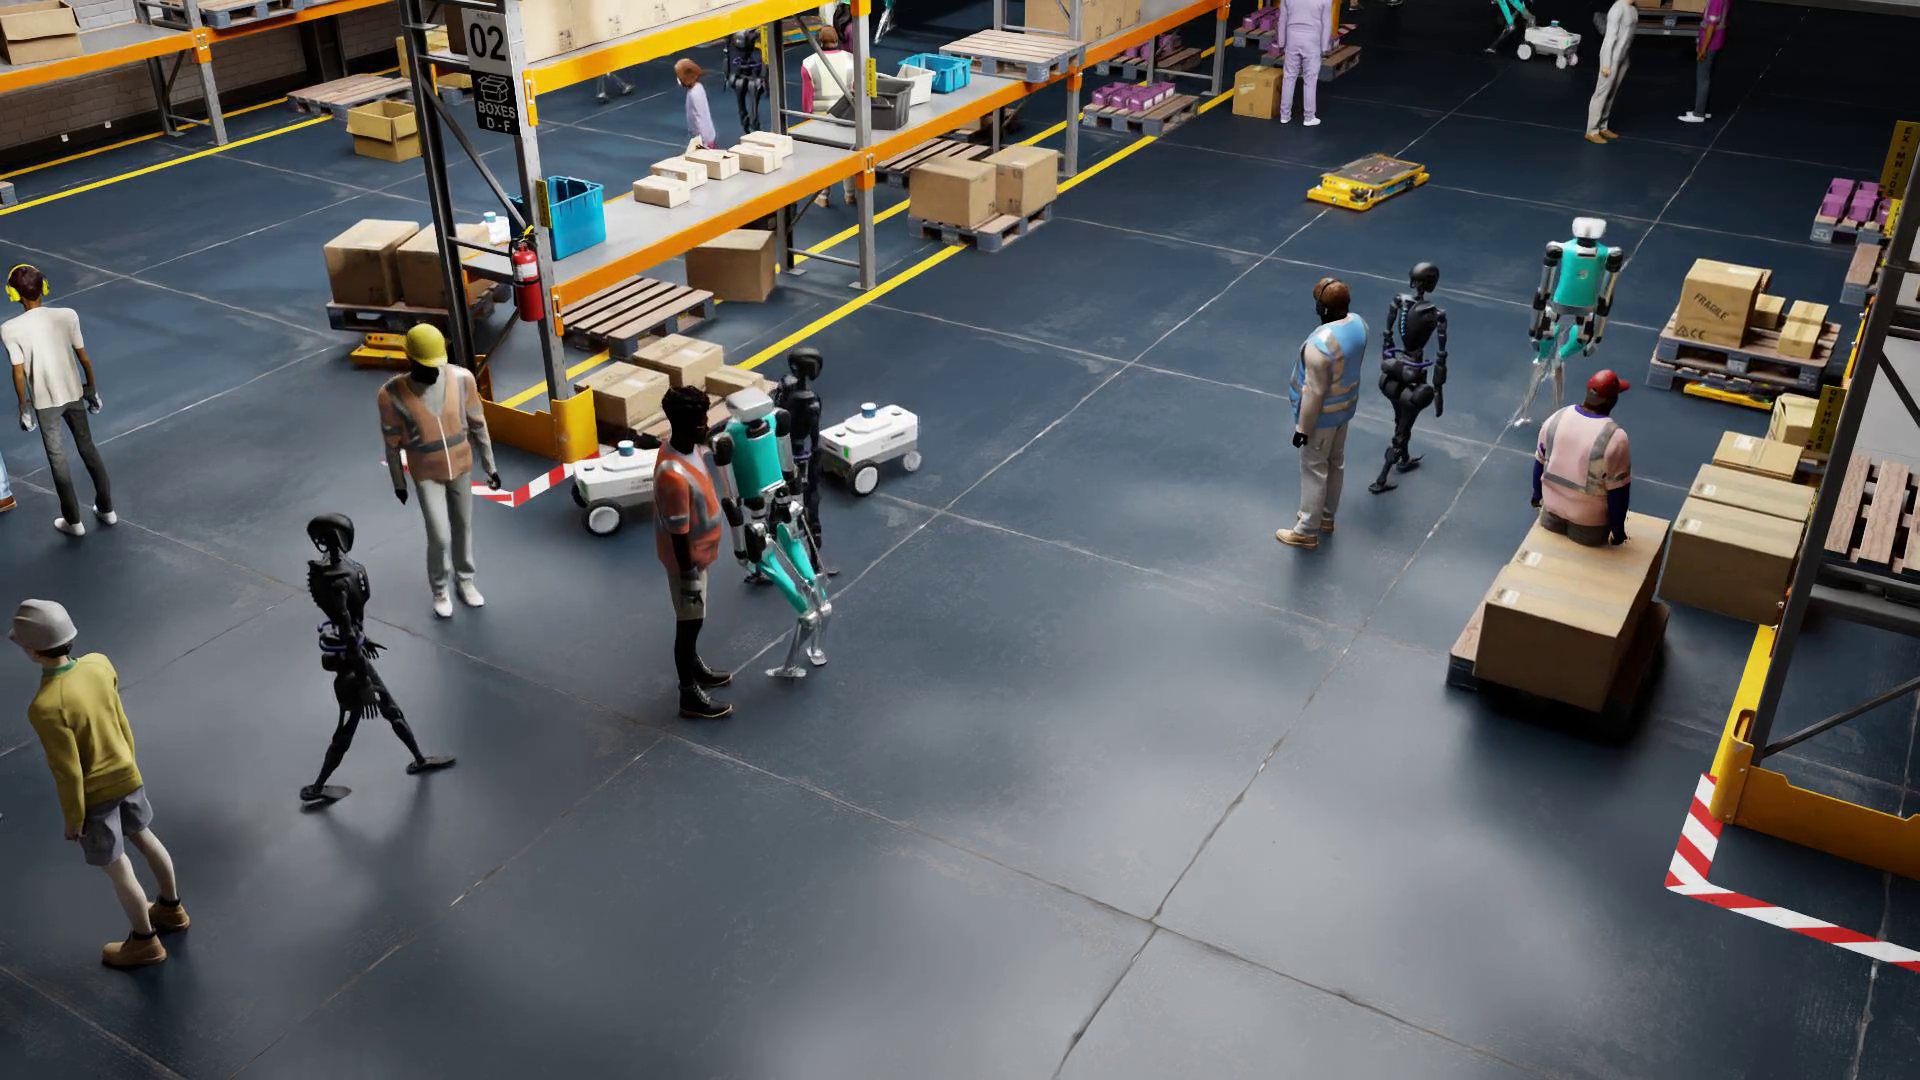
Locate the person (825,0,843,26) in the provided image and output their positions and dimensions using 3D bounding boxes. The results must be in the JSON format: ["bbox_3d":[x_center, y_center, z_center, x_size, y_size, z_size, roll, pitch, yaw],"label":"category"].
[{"bbox_3d":[-1.752,-8.112,23.674,0.656,1.879,1.011,-1,29,-2],"label":"person"}]

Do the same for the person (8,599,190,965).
[{"bbox_3d":[-3.808,1.088,7.371,0.399,1.891,0.471,5,30,9],"label":"person"}]

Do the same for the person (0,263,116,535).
[{"bbox_3d":[-5.951,-0.919,10.962,0.349,1.856,0.521,21,36,32],"label":"person"}]

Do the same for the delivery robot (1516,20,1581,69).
[{"bbox_3d":[8.007,-6.737,22.588,0.499,0.614,0.811,-22,36,-34],"label":"delivery robot"}]

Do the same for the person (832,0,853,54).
[{"bbox_3d":[-1.164,-5.046,18.161,0.417,1.953,0.488,-8,30,-13],"label":"person"}]

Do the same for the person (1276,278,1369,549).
[{"bbox_3d":[2.338,-0.818,10.796,0.431,1.840,0.621,22,36,34],"label":"person"}]

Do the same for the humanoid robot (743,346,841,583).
[{"bbox_3d":[-1.073,-0.444,10.343,0.641,1.646,0.622,-12,32,-20],"label":"humanoid robot"}]

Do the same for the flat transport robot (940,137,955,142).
[{"bbox_3d":[-0.565,-4.941,19.682,0.659,0.231,1.431,-13,32,-21],"label":"flat transport robot"}]

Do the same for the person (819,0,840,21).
[{"bbox_3d":[-1.880,-8.072,23.763,0.614,1.719,0.625,-12,32,-20],"label":"person"}]

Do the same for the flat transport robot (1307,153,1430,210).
[{"bbox_3d":[4.360,-3.816,17.692,0.659,0.231,1.431,24,37,36],"label":"flat transport robot"}]

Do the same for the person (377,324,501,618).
[{"bbox_3d":[-3.100,-0.411,10.016,0.586,1.900,0.488,-22,36,-33],"label":"person"}]

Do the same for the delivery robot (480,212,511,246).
[{"bbox_3d":[-4.347,-2.758,15.550,0.499,0.614,0.817,4,30,8],"label":"delivery robot"}]

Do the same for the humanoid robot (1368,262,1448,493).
[{"bbox_3d":[3.164,-1.150,11.555,0.652,1.638,0.597,-17,34,-27],"label":"humanoid robot"}]

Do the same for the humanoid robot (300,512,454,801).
[{"bbox_3d":[-3.103,0.599,8.502,0.794,1.621,0.598,-11,31,-19],"label":"humanoid robot"}]

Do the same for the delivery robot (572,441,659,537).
[{"bbox_3d":[-2.278,-0.376,11.335,0.803,0.614,0.499,-11,31,-18],"label":"delivery robot"}]

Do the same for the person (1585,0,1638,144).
[{"bbox_3d":[7.537,-5.533,19.080,0.379,1.895,0.561,26,38,38],"label":"person"}]

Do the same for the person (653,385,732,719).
[{"bbox_3d":[-1.472,0.058,9.117,0.363,1.961,0.612,-2,30,-4],"label":"person"}]

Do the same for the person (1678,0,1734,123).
[{"bbox_3d":[8.938,-5.909,19.802,0.327,1.839,0.505,20,35,32],"label":"person"}]

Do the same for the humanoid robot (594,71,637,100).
[{"bbox_3d":[-4.410,-6.271,20.583,0.532,1.759,1.013,16,33,26],"label":"humanoid robot"}]

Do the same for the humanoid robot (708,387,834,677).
[{"bbox_3d":[-0.977,0.020,9.385,0.719,1.754,0.559,26,38,37],"label":"humanoid robot"}]

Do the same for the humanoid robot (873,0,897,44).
[{"bbox_3d":[-0.995,-7.980,23.589,0.594,1.763,0.910,14,32,23],"label":"humanoid robot"}]

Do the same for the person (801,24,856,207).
[{"bbox_3d":[-1.311,-4.331,17.007,0.626,1.843,0.429,-9,31,-16],"label":"person"}]

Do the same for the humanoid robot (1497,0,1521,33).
[{"bbox_3d":[8.077,-8.247,24.123,0.615,1.637,0.599,5,30,8],"label":"humanoid robot"}]

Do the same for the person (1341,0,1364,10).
[{"bbox_3d":[6.007,-9.006,25.362,0.560,1.752,0.325,25,38,37],"label":"person"}]

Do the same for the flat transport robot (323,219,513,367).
[{"bbox_3d":[-4.566,-1.842,14.200,0.659,0.231,1.431,5,30,8],"label":"flat transport robot"}]

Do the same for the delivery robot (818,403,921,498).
[{"bbox_3d":[-0.662,-0.672,11.854,0.799,0.608,0.499,-24,37,-36],"label":"delivery robot"}]

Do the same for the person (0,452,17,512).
[{"bbox_3d":[-6.773,-1.106,11.147,0.376,1.996,0.607,-20,35,-31],"label":"person"}]

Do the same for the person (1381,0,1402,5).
[{"bbox_3d":[6.725,-9.173,25.683,0.512,1.740,0.794,-6,30,-10],"label":"person"}]

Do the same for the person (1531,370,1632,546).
[{"bbox_3d":[3.634,-0.186,9.762,0.420,1.751,0.621,-21,35,-32],"label":"person"}]

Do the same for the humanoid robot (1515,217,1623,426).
[{"bbox_3d":[4.451,-1.590,12.258,0.530,1.769,0.783,6,30,11],"label":"humanoid robot"}]

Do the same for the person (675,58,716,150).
[{"bbox_3d":[-2.666,-3.997,16.640,0.613,1.604,0.519,-1,30,-3],"label":"person"}]

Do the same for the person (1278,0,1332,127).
[{"bbox_3d":[4.069,-5.862,19.656,0.641,1.902,0.403,16,33,26],"label":"person"}]

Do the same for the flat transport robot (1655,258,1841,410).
[{"bbox_3d":[6.361,-1.441,13.491,0.659,0.231,1.431,17,34,27],"label":"flat transport robot"}]

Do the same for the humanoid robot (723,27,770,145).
[{"bbox_3d":[-2.394,-5.230,18.762,0.602,1.643,0.422,10,31,18],"label":"humanoid robot"}]

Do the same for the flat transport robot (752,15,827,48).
[{"bbox_3d":[-2.408,-7.265,23.794,1.431,0.231,0.659,-22,36,-34],"label":"flat transport robot"}]

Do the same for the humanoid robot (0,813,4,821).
[{"bbox_3d":[-5.297,0.913,7.844,1.034,1.731,0.564,-10,31,-18],"label":"humanoid robot"}]

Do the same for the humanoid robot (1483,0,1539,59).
[{"bbox_3d":[7.674,-7.458,22.662,0.546,1.760,0.967,-22,36,-34],"label":"humanoid robot"}]
